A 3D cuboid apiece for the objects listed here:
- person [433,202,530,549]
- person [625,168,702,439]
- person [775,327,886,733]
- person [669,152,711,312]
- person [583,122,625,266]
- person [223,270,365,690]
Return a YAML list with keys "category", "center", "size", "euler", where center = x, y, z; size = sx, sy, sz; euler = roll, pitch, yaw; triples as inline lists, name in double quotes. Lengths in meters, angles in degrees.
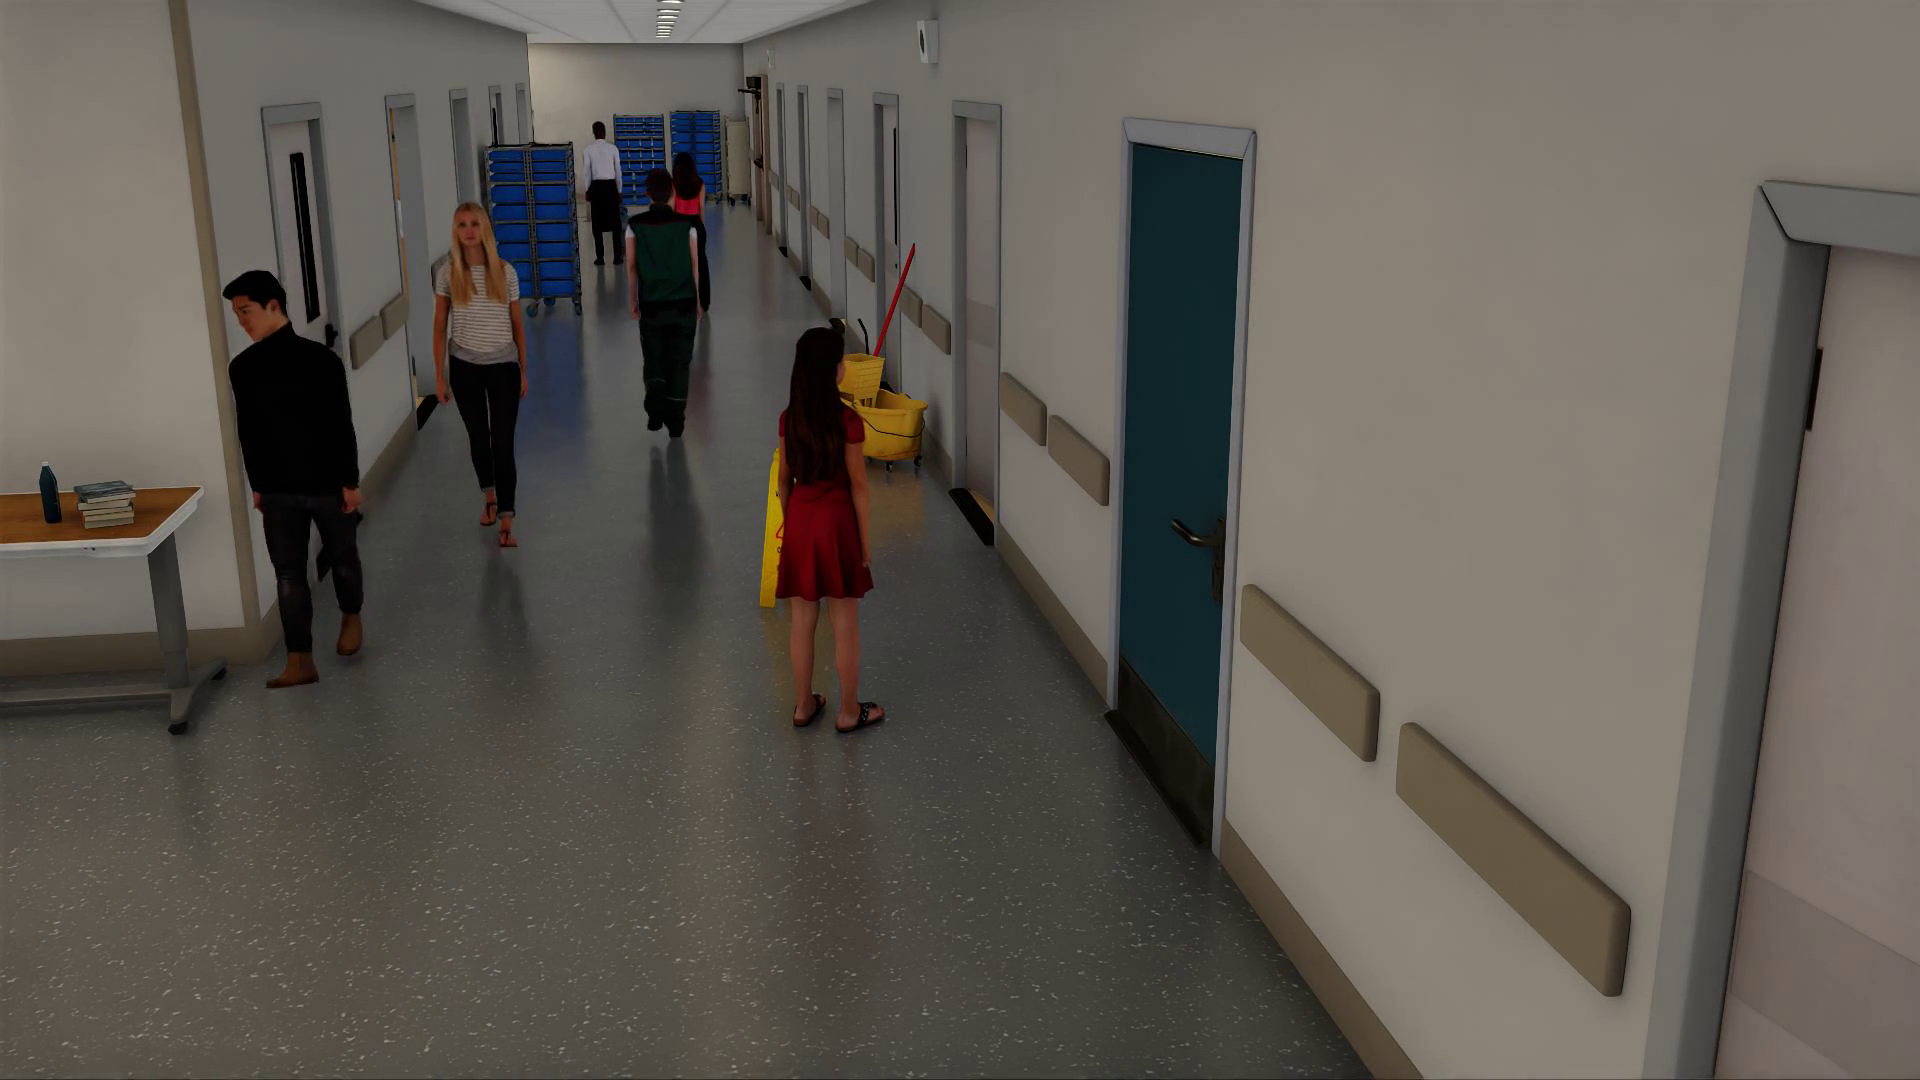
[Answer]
- category: "person"
  center: [-2.546, -0.863, 8.883]
  size: [0.664, 1.771, 1.184]
  euler: [-4, 16, -13]
- category: "person"
  center: [-2.004, -1.592, 11.348]
  size: [0.670, 1.832, 0.727]
  euler: [-1, 16, -5]
- category: "person"
  center: [-0.523, -0.039, 6.351]
  size: [0.671, 1.552, 0.731]
  euler: [7, 17, 22]
- category: "person"
  center: [-2.874, -3.250, 17.557]
  size: [0.643, 1.658, 0.630]
  euler: [-9, 18, -30]
- category: "person"
  center: [-4.684, -4.556, 21.862]
  size: [0.649, 1.836, 0.541]
  euler: [-4, 16, -13]
- category: "person"
  center: [-2.687, -0.257, 6.926]
  size: [0.770, 1.668, 1.127]
  euler: [-1, 16, -2]
